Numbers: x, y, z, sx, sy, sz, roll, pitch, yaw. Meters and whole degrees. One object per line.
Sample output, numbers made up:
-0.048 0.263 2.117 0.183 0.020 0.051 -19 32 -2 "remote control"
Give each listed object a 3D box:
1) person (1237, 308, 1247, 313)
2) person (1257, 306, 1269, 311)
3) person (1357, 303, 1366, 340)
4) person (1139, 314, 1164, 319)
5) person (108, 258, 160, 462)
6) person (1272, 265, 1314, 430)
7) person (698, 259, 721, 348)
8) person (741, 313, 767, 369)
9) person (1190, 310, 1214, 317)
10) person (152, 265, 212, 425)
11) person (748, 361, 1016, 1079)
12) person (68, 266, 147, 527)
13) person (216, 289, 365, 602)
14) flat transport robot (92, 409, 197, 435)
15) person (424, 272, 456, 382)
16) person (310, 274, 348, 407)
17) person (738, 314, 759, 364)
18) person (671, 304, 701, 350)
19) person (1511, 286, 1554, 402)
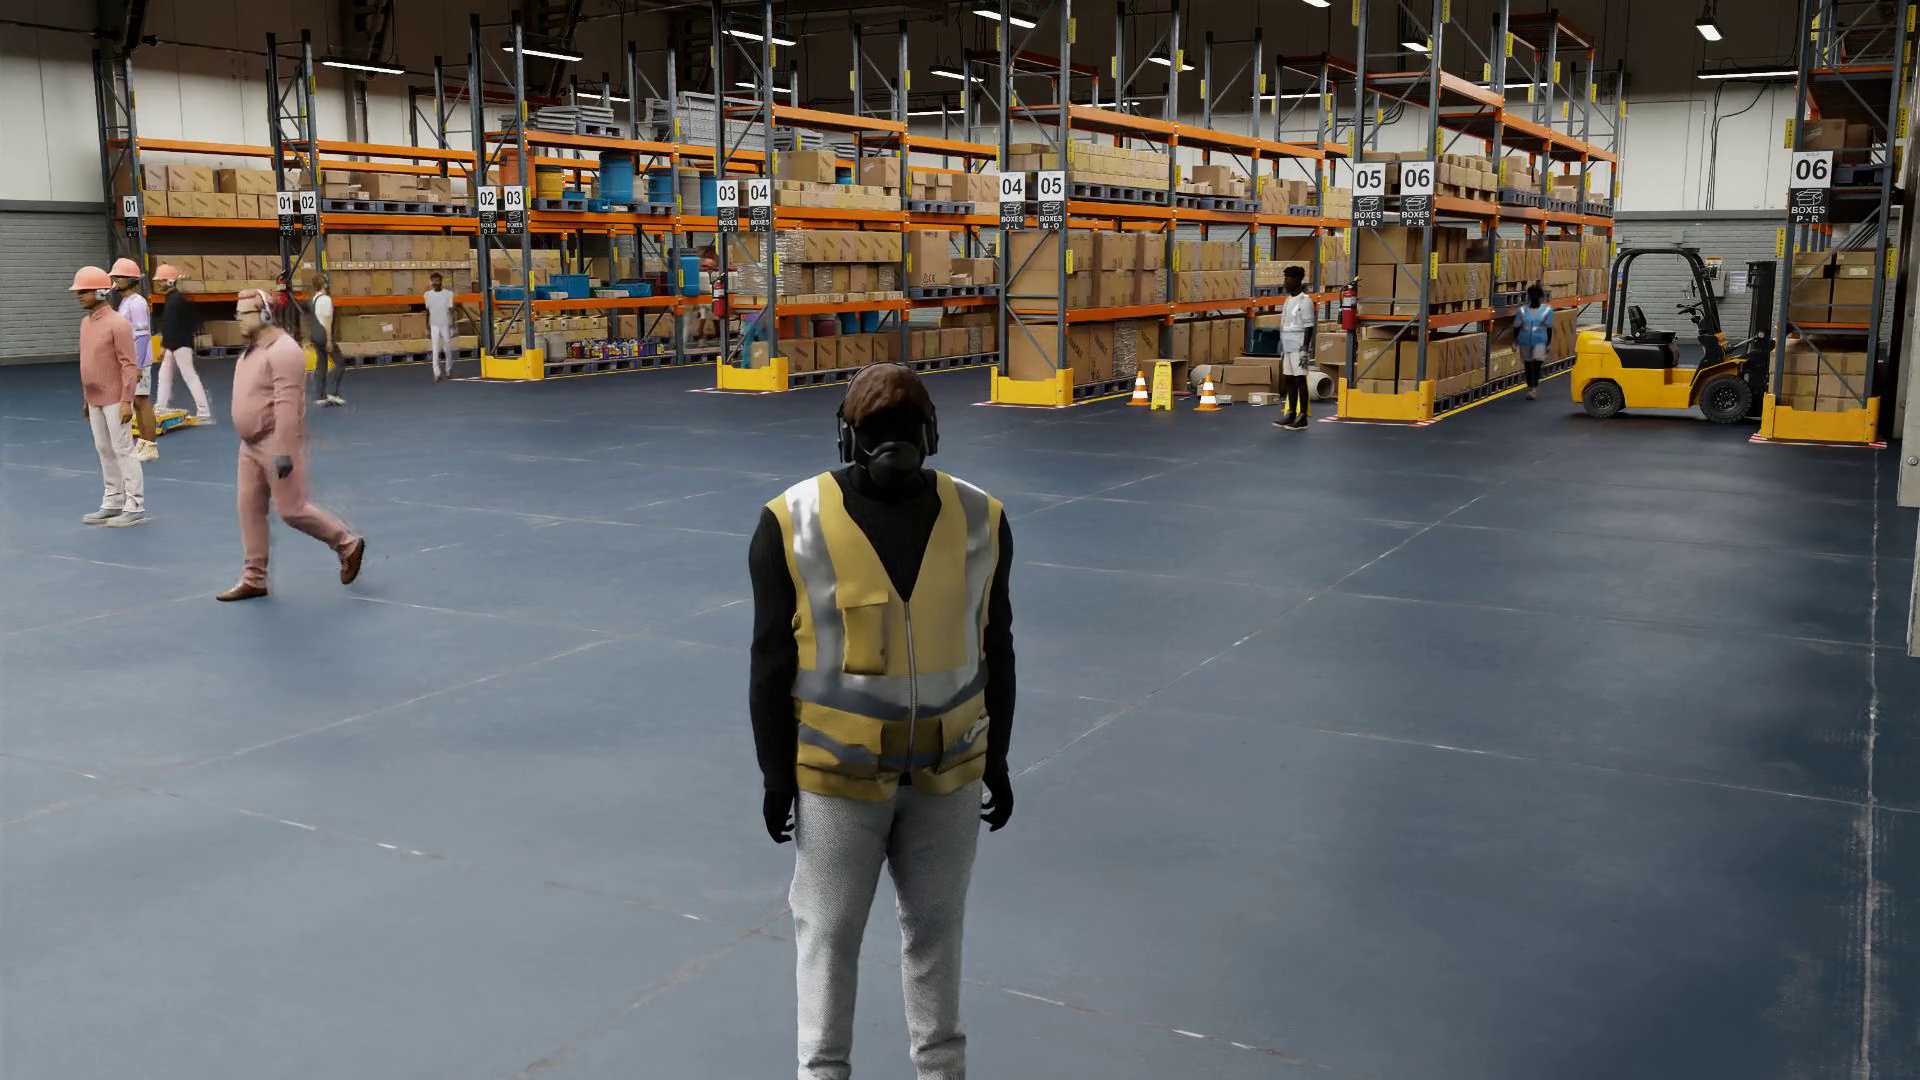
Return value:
6.668 -5.468 38.778 0.654 1.859 0.592 -5 11 -27 "person"
7.272 -5.629 39.803 0.453 1.827 0.646 2 10 9 "person"
8.694 -5.036 36.267 0.510 1.860 0.333 2 10 11 "person"
3.620 -4.351 31.713 0.704 2.000 1.024 4 11 23 "person"
-8.353 -1.806 16.797 0.366 2.048 0.608 -7 12 -36 "person"
4.020 -2.306 19.957 0.367 1.964 0.609 -2 10 -13 "person"
-5.653 -5.333 37.593 0.637 1.987 1.026 4 10 21 "person"
-3.630 -3.848 29.459 0.567 1.807 0.950 4 10 21 "person"
5.277 -5.055 36.297 0.994 1.884 0.598 -6 11 -30 "person"
-9.686 -2.363 20.322 0.942 1.953 0.625 -5 11 -29 "person"
-0.159 0.519 3.785 0.626 1.844 0.429 -3 10 -17 "person"
-6.567 -1.095 12.785 0.623 1.992 0.396 7 12 34 "person"
-4.132 -0.585 10.133 0.645 1.884 0.810 8 13 40 "person"
-9.584 -1.395 19.578 0.652 0.197 1.431 -1 10 -5 "flat transport robot"
-8.657 -3.564 27.752 0.509 1.828 0.952 -2 10 -9 "person"
-8.730 -2.748 22.970 0.548 1.820 0.556 9 13 44 "person"
-3.996 -4.196 31.821 0.531 1.692 0.320 1 10 6 "person"
-5.835 -4.968 35.710 0.630 1.898 0.729 4 10 22 "person"
8.205 -2.817 23.872 0.543 1.643 0.894 5 11 29 "person"
